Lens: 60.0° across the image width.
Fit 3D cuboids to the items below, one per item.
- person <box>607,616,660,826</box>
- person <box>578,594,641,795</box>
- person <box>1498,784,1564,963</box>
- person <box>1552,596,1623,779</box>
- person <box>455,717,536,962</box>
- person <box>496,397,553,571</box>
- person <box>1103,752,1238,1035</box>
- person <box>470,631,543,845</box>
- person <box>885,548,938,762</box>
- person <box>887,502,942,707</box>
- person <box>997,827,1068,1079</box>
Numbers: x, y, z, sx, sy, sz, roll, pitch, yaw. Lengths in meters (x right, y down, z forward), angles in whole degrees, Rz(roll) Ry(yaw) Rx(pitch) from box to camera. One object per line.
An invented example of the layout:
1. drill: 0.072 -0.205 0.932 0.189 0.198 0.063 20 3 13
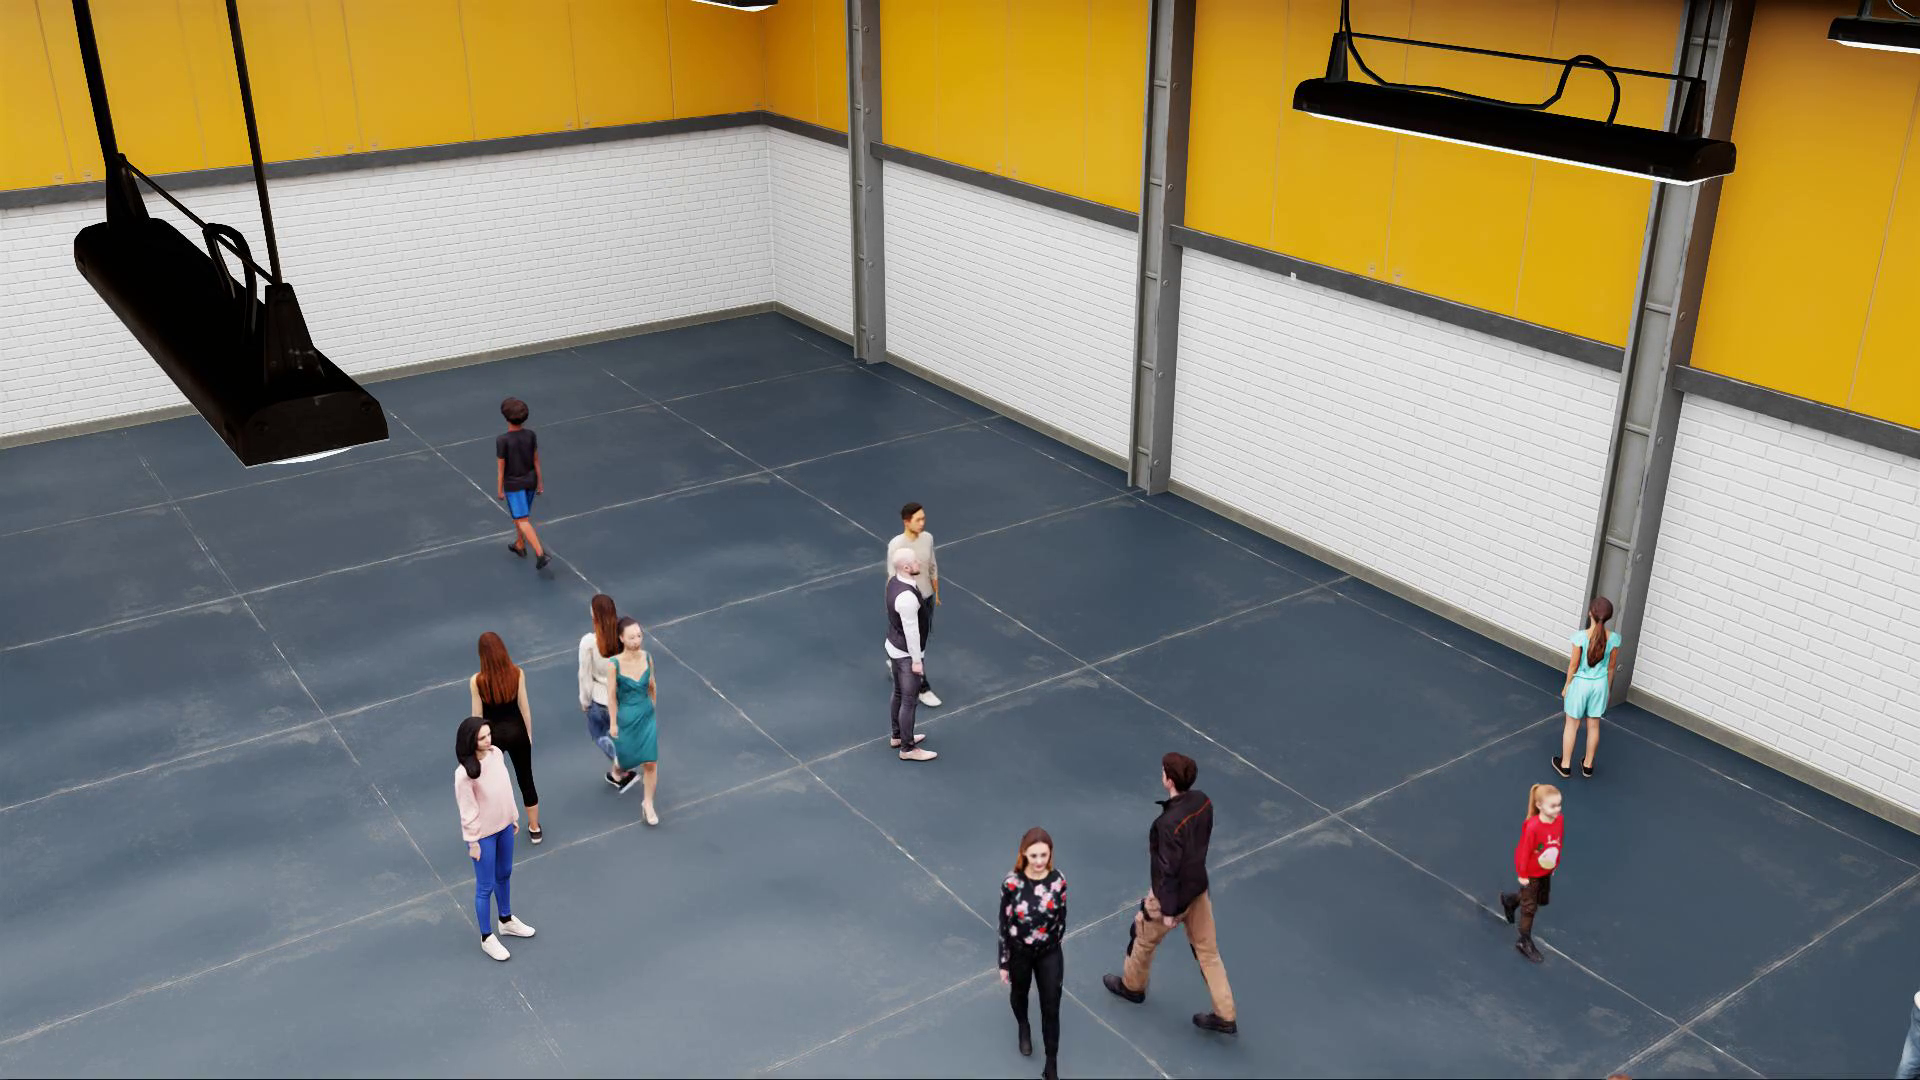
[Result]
1. person: -2.494 1.349 12.561 0.588 1.667 0.837 -14 27 -29
2. person: -2.658 1.233 12.813 0.830 1.680 0.720 20 30 38
3. person: 3.824 2.179 11.155 0.541 1.274 0.749 -12 26 -26
4. person: 4.963 1.155 13.141 0.649 1.558 0.697 1 24 3
5. person: -3.138 1.944 11.072 0.727 1.769 0.724 10 25 21
6. person: -4.393 -0.535 16.742 0.737 1.770 1.152 -21 31 -40
7. person: 1.443 2.228 10.290 1.245 1.877 0.804 21 31 40
8. person: -3.352 1.468 12.221 0.604 1.722 0.580 -10 25 -21
9. person: -0.426 0.904 13.384 0.816 1.824 0.648 -7 25 -16
10. person: -0.443 0.496 14.354 0.754 1.794 1.022 -21 31 -40
11. person: 0.419 2.436 10.086 0.845 1.659 0.984 -1 24 -3
